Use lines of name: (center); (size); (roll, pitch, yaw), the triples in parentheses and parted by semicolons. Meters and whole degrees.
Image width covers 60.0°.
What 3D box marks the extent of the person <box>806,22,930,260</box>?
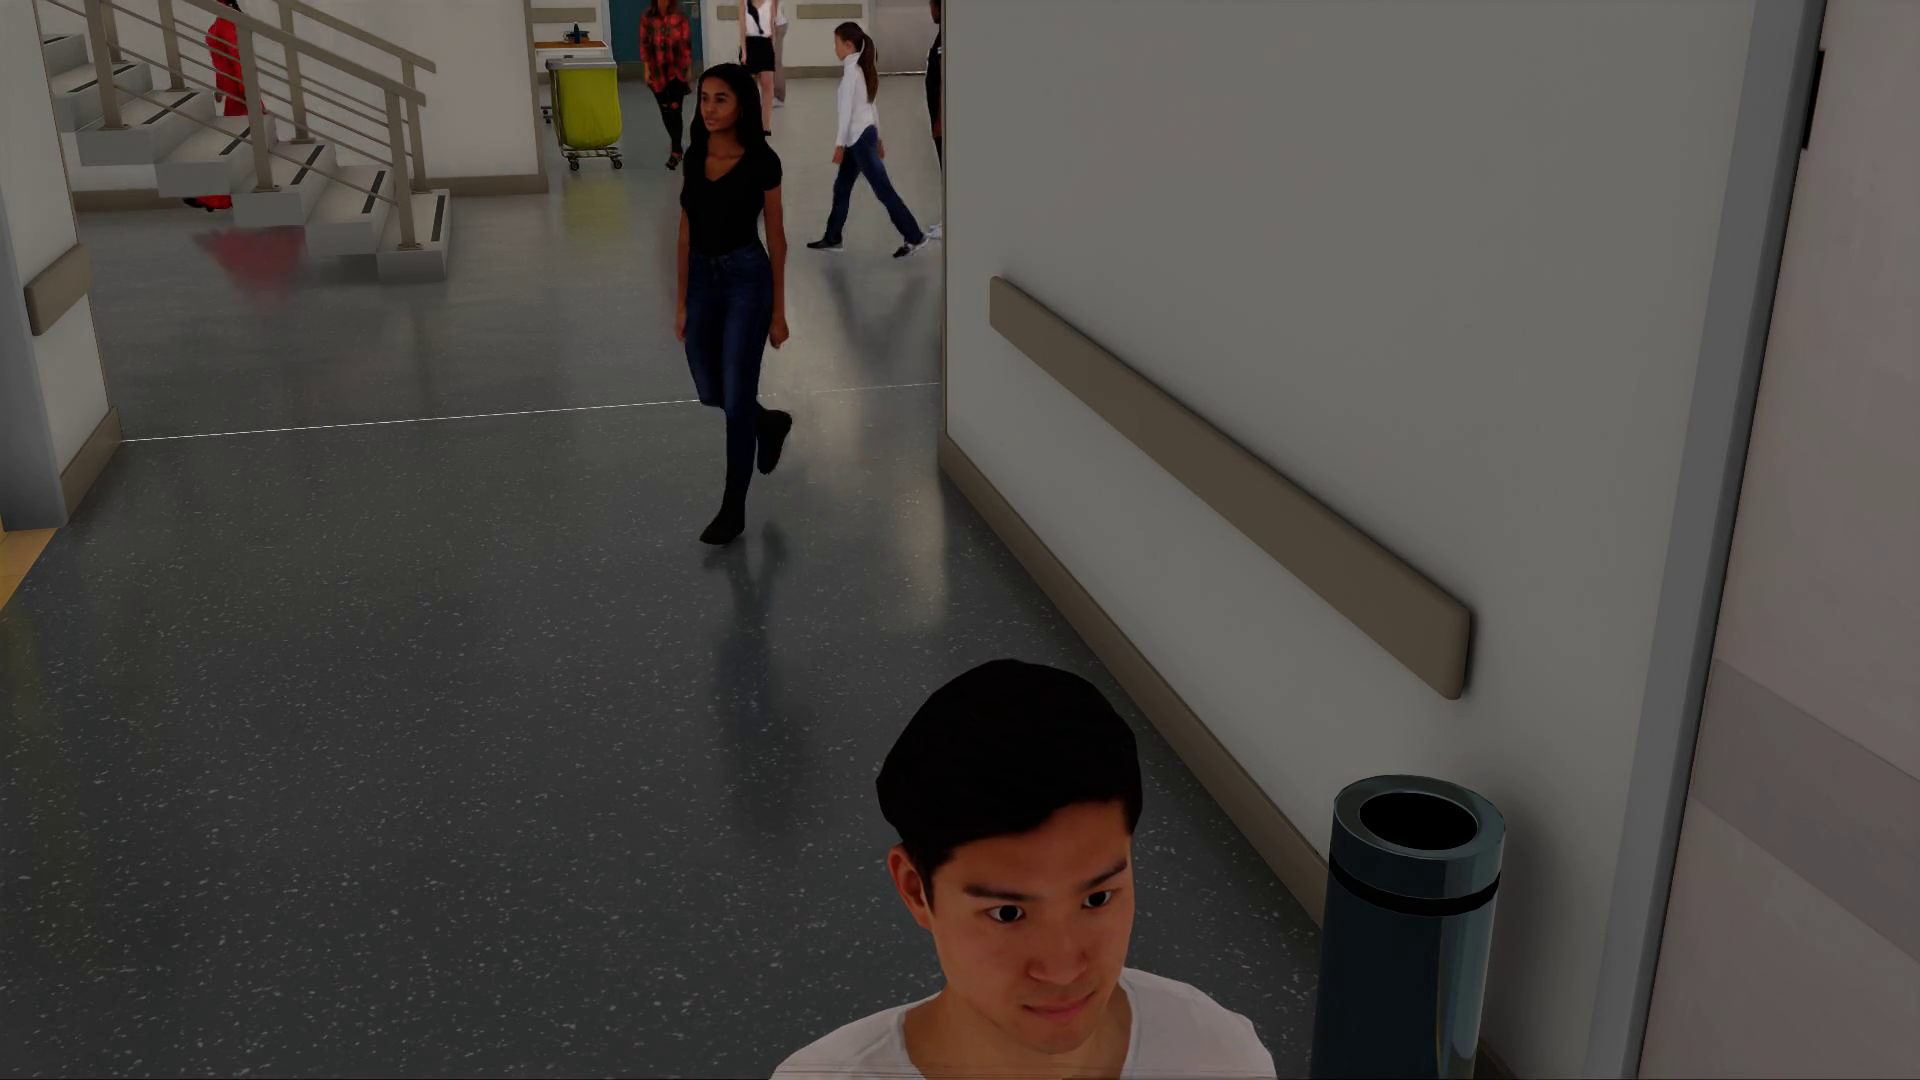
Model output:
person: (-0.576, -2.613, 11.049); (1.174, 1.514, 0.905); (4, 21, 11)

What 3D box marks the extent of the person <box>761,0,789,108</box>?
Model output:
person: (-2.217, -6.152, 19.869); (0.575, 1.885, 0.665); (-6, 22, -15)

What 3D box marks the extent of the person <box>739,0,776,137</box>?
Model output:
person: (-2.135, -5.042, 17.306); (0.891, 1.626, 0.653); (-8, 22, -20)

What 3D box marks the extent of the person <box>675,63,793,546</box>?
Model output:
person: (-0.816, -0.880, 6.179); (0.992, 1.723, 0.972); (7, 22, 18)

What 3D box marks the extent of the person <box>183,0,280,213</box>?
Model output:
person: (-5.386, -3.346, 12.657); (1.115, 1.746, 0.703); (-8, 22, -20)

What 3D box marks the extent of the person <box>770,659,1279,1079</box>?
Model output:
person: (0.031, 0.886, 1.474); (0.475, 1.722, 0.685); (-7, 22, -17)

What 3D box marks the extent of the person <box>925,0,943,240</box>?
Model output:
person: (-0.084, -3.042, 11.867); (0.694, 1.737, 0.689); (3, 21, 9)

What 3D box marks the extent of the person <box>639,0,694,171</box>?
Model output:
person: (-2.628, -4.172, 14.974); (1.135, 1.650, 0.911); (0, 21, 0)
